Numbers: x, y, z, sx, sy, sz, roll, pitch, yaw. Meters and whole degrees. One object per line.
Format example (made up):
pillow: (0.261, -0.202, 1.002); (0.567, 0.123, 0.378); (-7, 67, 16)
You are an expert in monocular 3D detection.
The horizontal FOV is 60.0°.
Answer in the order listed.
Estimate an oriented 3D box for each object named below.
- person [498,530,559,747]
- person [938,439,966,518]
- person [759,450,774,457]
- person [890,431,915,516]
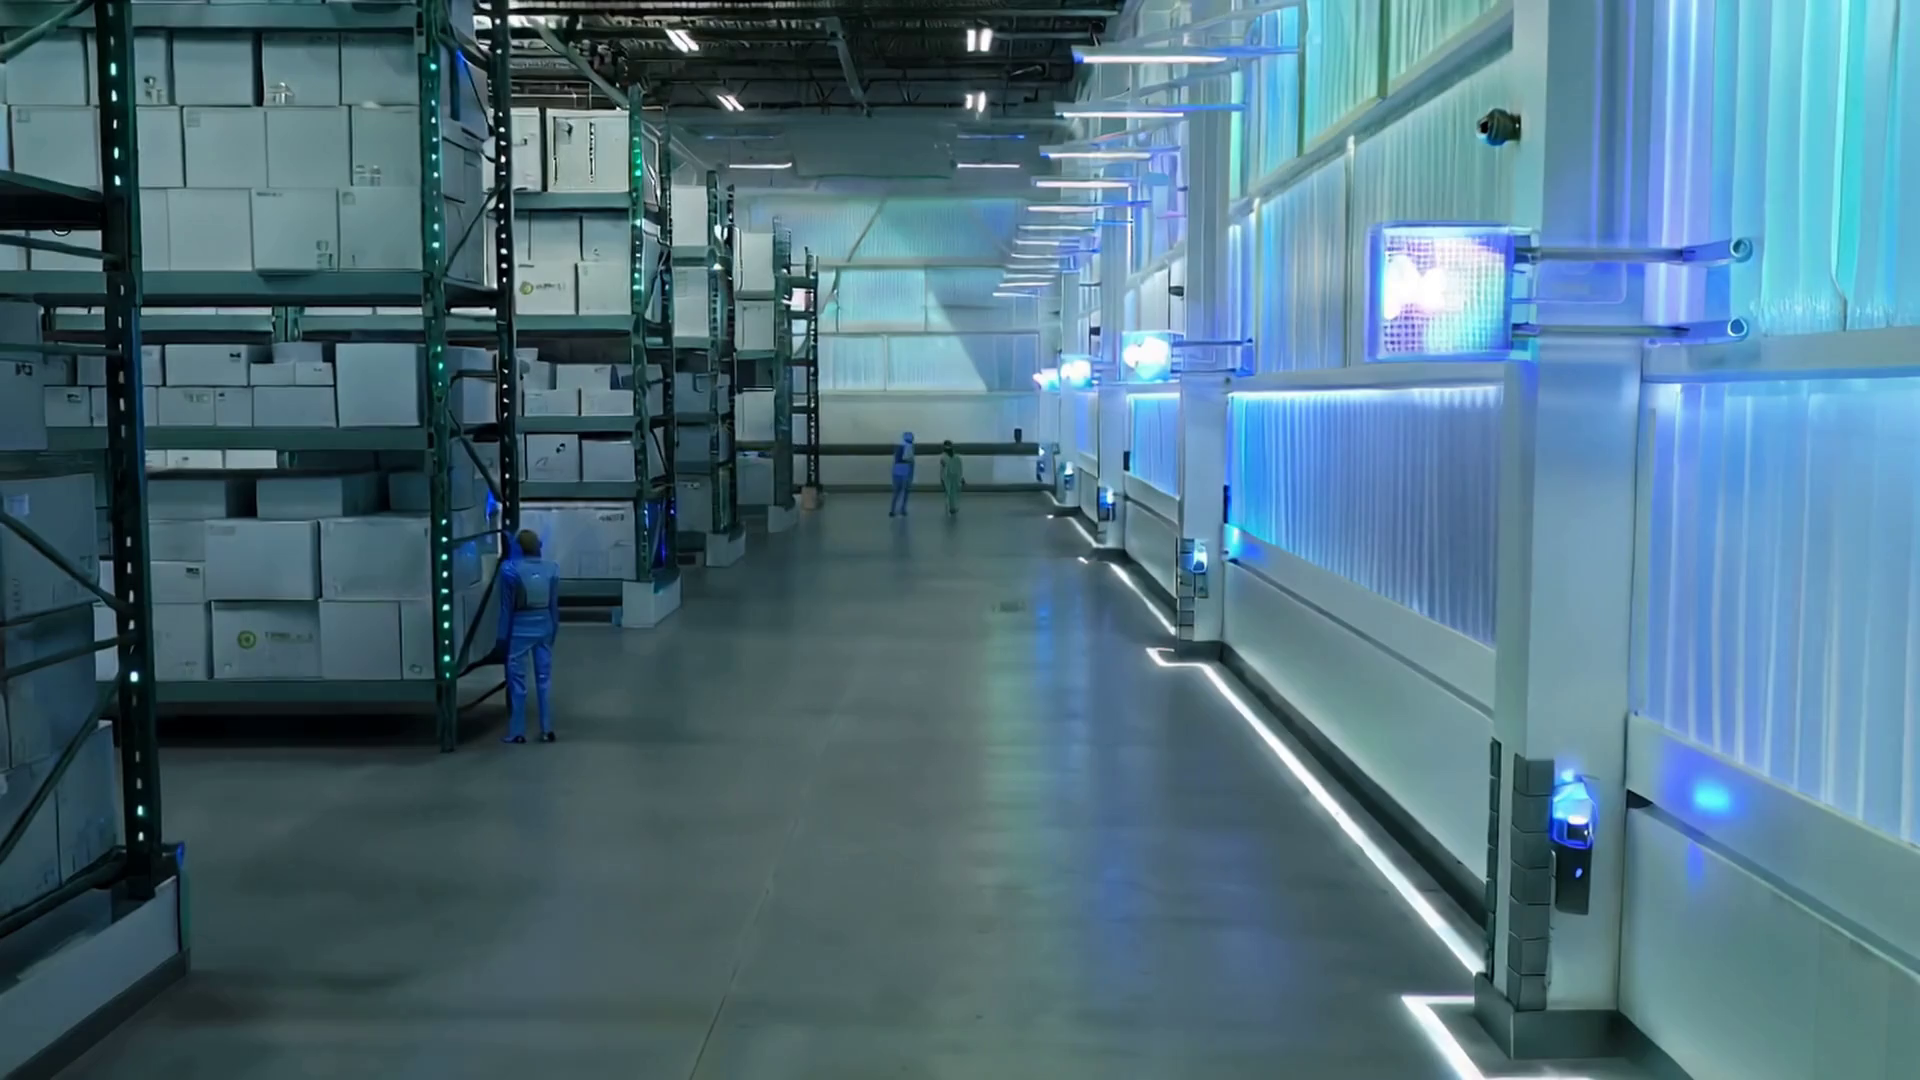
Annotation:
person: (-3.245, 0.735, 12.557); (0.321, 1.631, 0.526); (4, 6, 39)
person: (-0.200, -1.346, 36.287); (0.599, 1.718, 0.652); (-1, 5, -17)
person: (-5.028, -2.001, 43.029); (0.578, 1.881, 0.697); (3, 6, 33)
person: (-1.243, -1.452, 36.550); (0.417, 1.897, 0.659); (-4, 6, -36)
